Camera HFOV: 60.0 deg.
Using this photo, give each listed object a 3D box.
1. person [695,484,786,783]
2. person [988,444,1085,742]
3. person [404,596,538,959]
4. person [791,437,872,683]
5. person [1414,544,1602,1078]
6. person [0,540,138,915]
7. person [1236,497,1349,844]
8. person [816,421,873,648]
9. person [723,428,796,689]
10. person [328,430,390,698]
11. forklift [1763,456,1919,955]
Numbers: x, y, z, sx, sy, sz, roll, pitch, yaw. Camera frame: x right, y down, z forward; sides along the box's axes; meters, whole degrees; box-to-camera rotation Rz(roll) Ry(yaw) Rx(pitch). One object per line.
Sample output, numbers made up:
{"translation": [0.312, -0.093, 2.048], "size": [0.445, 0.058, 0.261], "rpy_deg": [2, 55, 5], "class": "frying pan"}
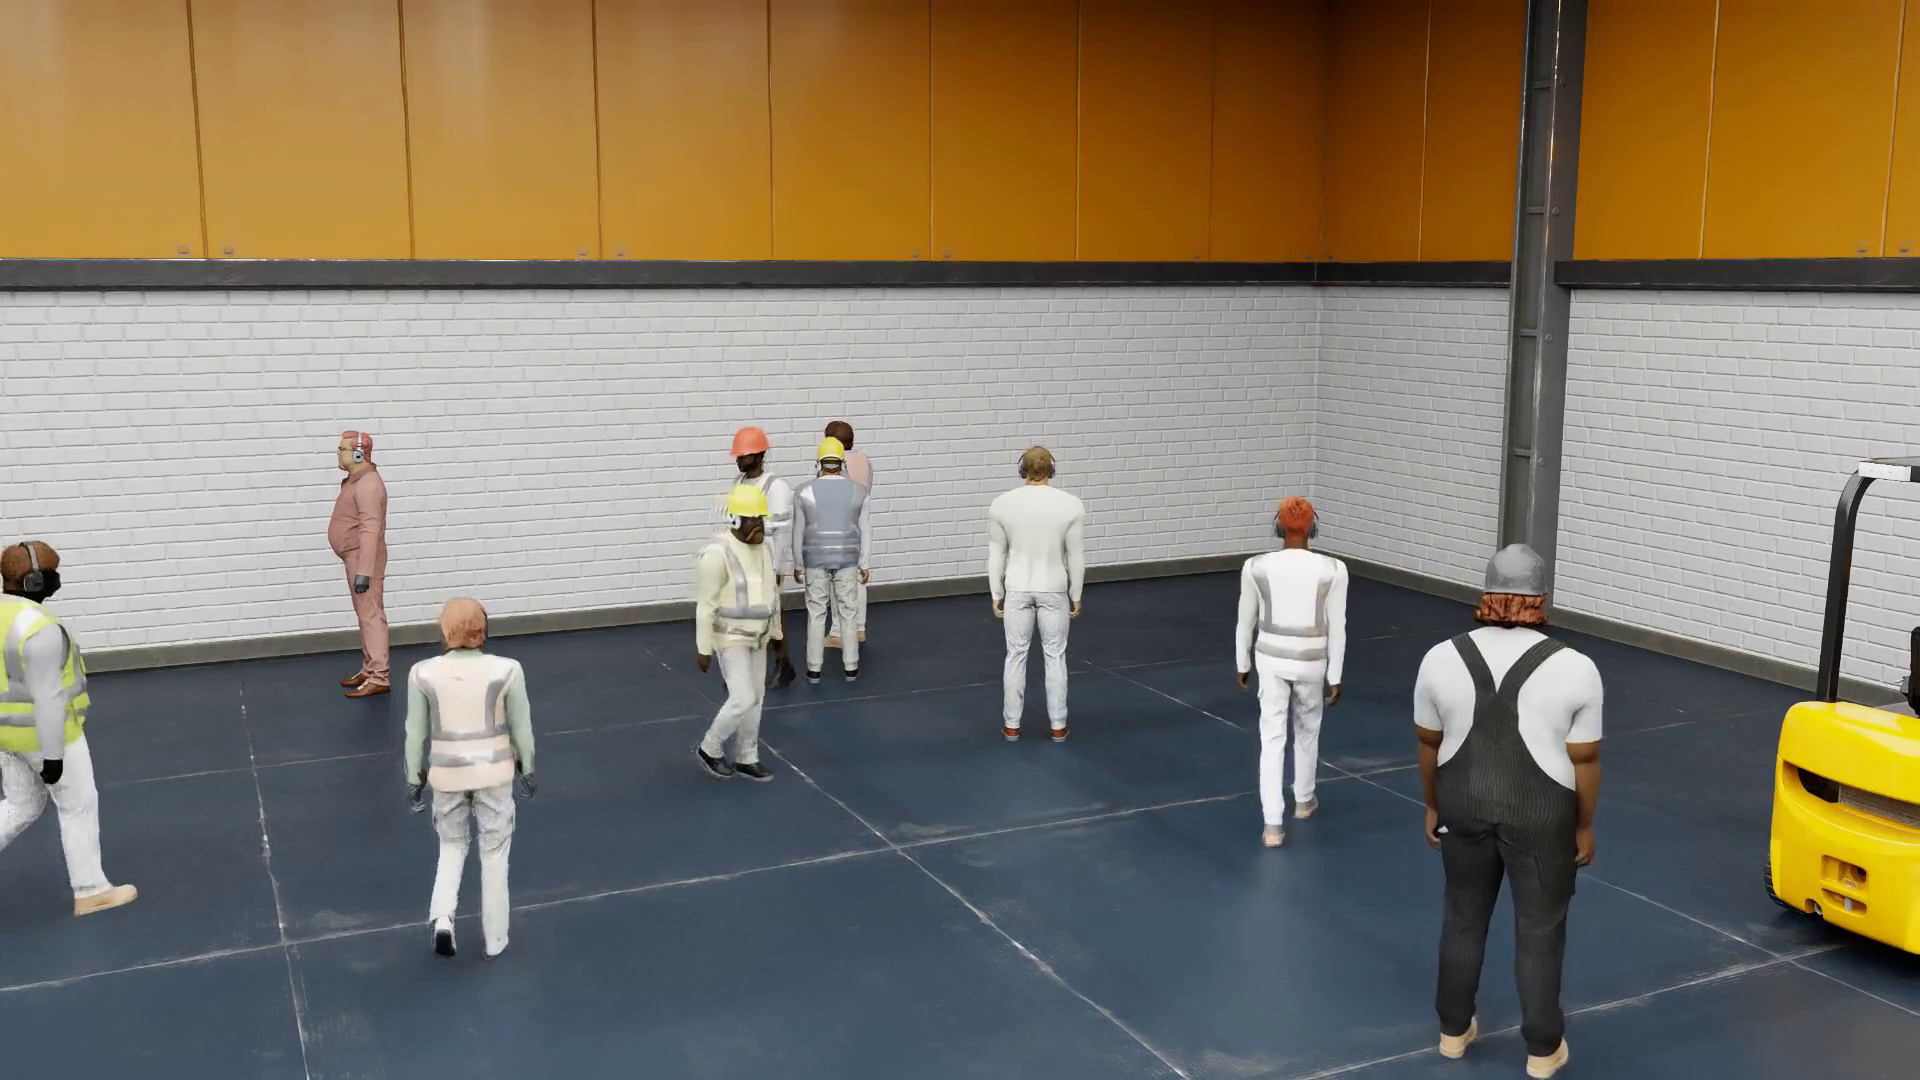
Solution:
{"translation": [-1.271, 0.561, 9.787], "size": [0.440, 1.809, 0.633], "rpy_deg": [5, 10, 26], "class": "person"}
{"translation": [0.491, 0.348, 10.780], "size": [0.628, 1.931, 0.378], "rpy_deg": [1, 9, 7], "class": "person"}
{"translation": [-2.148, 1.057, 7.297], "size": [0.537, 1.624, 0.396], "rpy_deg": [-1, 9, -3], "class": "person"}
{"translation": [-0.950, 0.150, 12.318], "size": [0.594, 1.826, 0.403], "rpy_deg": [-2, 9, -11], "class": "person"}
{"translation": [2.093, 1.005, 6.336], "size": [0.679, 2.000, 0.537], "rpy_deg": [6, 11, 33], "class": "person"}
{"translation": [-4.321, 0.904, 7.661], "size": [0.627, 1.815, 0.787], "rpy_deg": [6, 11, 33], "class": "person"}
{"translation": [1.782, 0.682, 8.989], "size": [0.588, 1.839, 0.893], "rpy_deg": [2, 9, 14], "class": "person"}
{"translation": [-0.966, -0.049, 13.492], "size": [0.429, 1.840, 0.637], "rpy_deg": [5, 11, 29], "class": "person"}
{"translation": [-1.453, 0.143, 12.057], "size": [0.551, 1.926, 0.511], "rpy_deg": [8, 12, 42], "class": "person"}
{"translation": [-4.311, 0.164, 11.953], "size": [0.411, 1.913, 0.643], "rpy_deg": [-4, 10, -24], "class": "person"}
{"translation": [4.857, 0.731, 7.561], "size": [2.313, 2.155, 1.214], "rpy_deg": [-4, 10, -25], "class": "forklift"}
